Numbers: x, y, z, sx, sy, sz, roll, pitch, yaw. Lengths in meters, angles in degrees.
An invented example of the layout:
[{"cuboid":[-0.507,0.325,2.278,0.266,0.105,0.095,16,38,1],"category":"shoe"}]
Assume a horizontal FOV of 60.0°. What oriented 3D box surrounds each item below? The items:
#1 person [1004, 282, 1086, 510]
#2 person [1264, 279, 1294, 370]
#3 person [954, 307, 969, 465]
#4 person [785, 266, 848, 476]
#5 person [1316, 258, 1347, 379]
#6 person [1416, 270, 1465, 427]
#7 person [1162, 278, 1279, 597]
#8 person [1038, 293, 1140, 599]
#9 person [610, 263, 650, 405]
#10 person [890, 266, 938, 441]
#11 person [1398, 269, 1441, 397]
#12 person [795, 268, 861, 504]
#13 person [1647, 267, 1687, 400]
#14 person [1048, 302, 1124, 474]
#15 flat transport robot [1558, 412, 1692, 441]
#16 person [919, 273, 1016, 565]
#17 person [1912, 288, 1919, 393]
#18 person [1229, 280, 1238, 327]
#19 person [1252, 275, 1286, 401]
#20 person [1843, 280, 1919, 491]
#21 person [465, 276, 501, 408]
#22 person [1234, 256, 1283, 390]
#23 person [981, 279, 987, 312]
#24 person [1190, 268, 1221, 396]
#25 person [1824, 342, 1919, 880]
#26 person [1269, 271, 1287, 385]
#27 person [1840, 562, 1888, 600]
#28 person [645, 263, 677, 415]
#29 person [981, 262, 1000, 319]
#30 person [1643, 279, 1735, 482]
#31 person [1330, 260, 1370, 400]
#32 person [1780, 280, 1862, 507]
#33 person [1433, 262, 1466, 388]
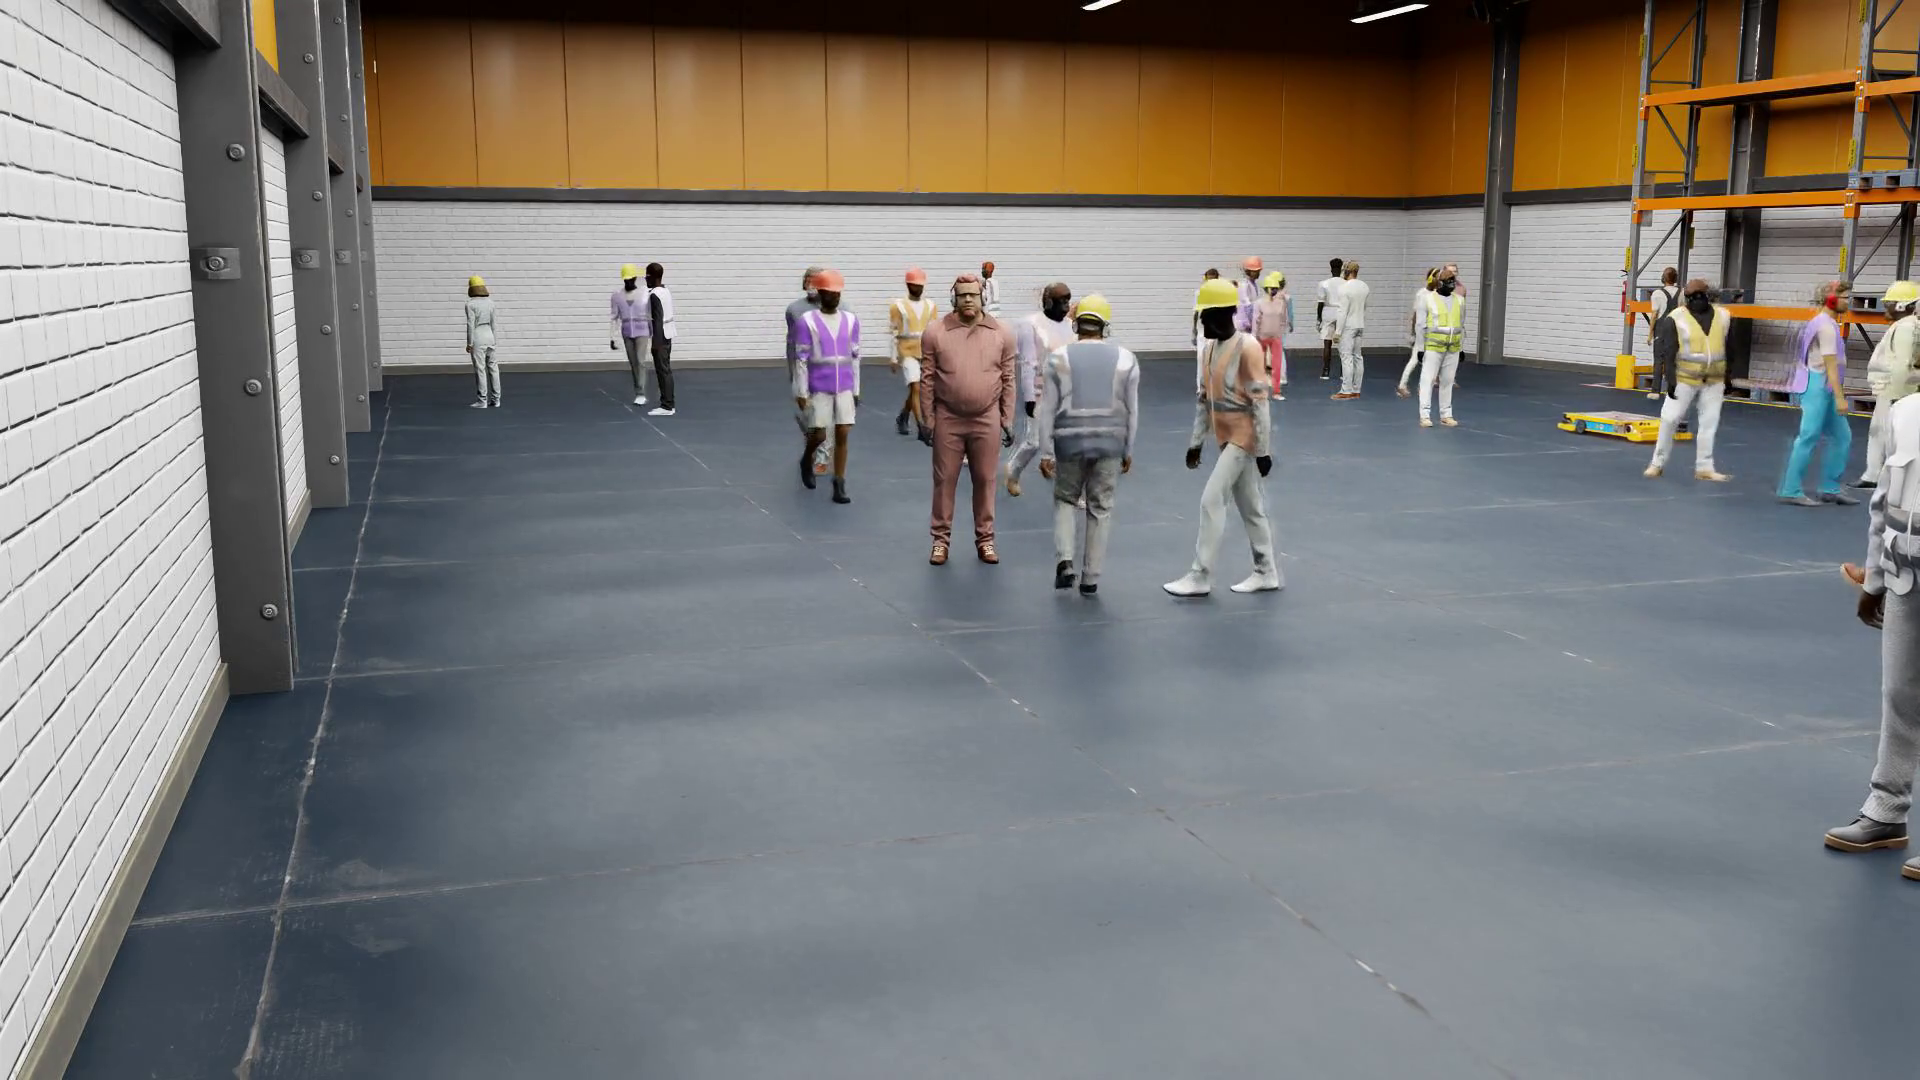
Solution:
[{"cuboid":[0.697,-1.170,13.406,0.625,1.816,0.765,-6,12,-32],"category":"person"},{"cuboid":[5.454,-3.687,28.511,0.551,1.623,0.412,6,11,30],"category":"person"},{"cuboid":[-0.029,-1.512,15.791,0.785,1.669,0.553,-10,14,-44],"category":"person"},{"cuboid":[-1.308,-1.559,15.352,0.633,1.920,0.480,2,10,14],"category":"person"},{"cuboid":[6.069,-3.577,26.925,0.610,1.958,0.397,1,10,3],"category":"person"},{"cuboid":[5.669,-2.251,19.583,0.633,1.844,0.429,-2,10,-14],"category":"person"},{"cuboid":[1.538,-0.591,9.847,0.890,1.880,0.593,-2,10,-13],"category":"person"},{"cuboid":[0.758,-0.551,9.867,0.599,1.806,0.430,0,10,-2],"category":"person"},{"cuboid":[-4.384,-2.733,22.219,0.626,1.888,0.828,1,10,8],"category":"person"},{"cuboid":[-0.516,-2.061,18.338,0.554,1.904,0.956,-5,11,-27],"category":"person"},{"cuboid":[6.595,-2.947,23.708,0.538,1.819,0.562,-7,12,-36],"category":"person"},{"cuboid":[-1.098,-1.276,13.729,0.548,1.920,0.671,-5,11,-25],"category":"person"},{"cuboid":[9.868,-2.870,23.208,0.526,1.838,0.386,1,10,4],"category":"person"},{"cuboid":[1.136,-1.376,15.247,0.868,1.583,0.534,6,11,31],"category":"person"},{"cuboid":[7.373,-1.275,18.481,0.652,0.197,1.431,-3,10,-16],"category":"flat transport robot"},{"cuboid":[0.054,-0.785,10.913,0.643,1.910,0.400,-1,10,-4],"category":"person"},{"cuboid":[11.227,-2.280,19.182,0.680,2.000,0.535,1,10,3],"category":"person"},{"cuboid":[4.310,-3.370,26.742,0.508,1.607,0.710,5,11,27],"category":"person"},{"cuboid":[4.288,-2.839,23.303,0.527,1.737,0.837,-4,10,-20],"category":"person"},{"cuboid":[7.986,-1.283,14.074,0.710,1.811,0.600,6,11,31],"category":"person"},{"cuboid":[-6.341,-2.610,21.987,0.329,1.732,0.488,6,12,33],"category":"person"},{"cuboid":[4.342,-3.176,24.515,0.994,1.981,0.622,6,11,31],"category":"person"},{"cuboid":[0.365,-3.636,28.318,0.843,1.595,0.510,9,13,43],"category":"person"},{"cuboid":[3.607,-3.008,24.010,0.533,1.842,0.709,4,11,21],"category":"person"},{"cuboid":[3.208,0.172,5.446,0.361,1.884,0.574,-3,10,-17],"category":"person"},{"cuboid":[4.916,-3.290,25.863,0.358,1.756,0.521,1,10,4],"category":"person"},{"cuboid":[5.686,-0.553,9.469,0.654,1.932,1.039,-7,12,-36],"category":"person"},{"cuboid":[-3.771,-2.532,20.996,0.373,1.917,0.594,0,10,1],"category":"person"},{"cuboid":[0.507,-3.880,28.905,0.361,1.882,0.575,4,11,24],"category":"person"},{"cuboid":[6.560,-1.430,14.928,0.757,1.816,0.484,0,10,1],"category":"person"},{"cuboid":[5.409,-2.905,23.097,0.627,1.940,0.372,-9,13,-42],"category":"person"},{"cuboid":[6.985,-1.149,13.276,0.728,1.820,0.576,6,11,29],"category":"person"},{"cuboid":[7.395,-3.261,25.260,0.651,1.904,0.403,-2,10,-13],"category":"person"}]
